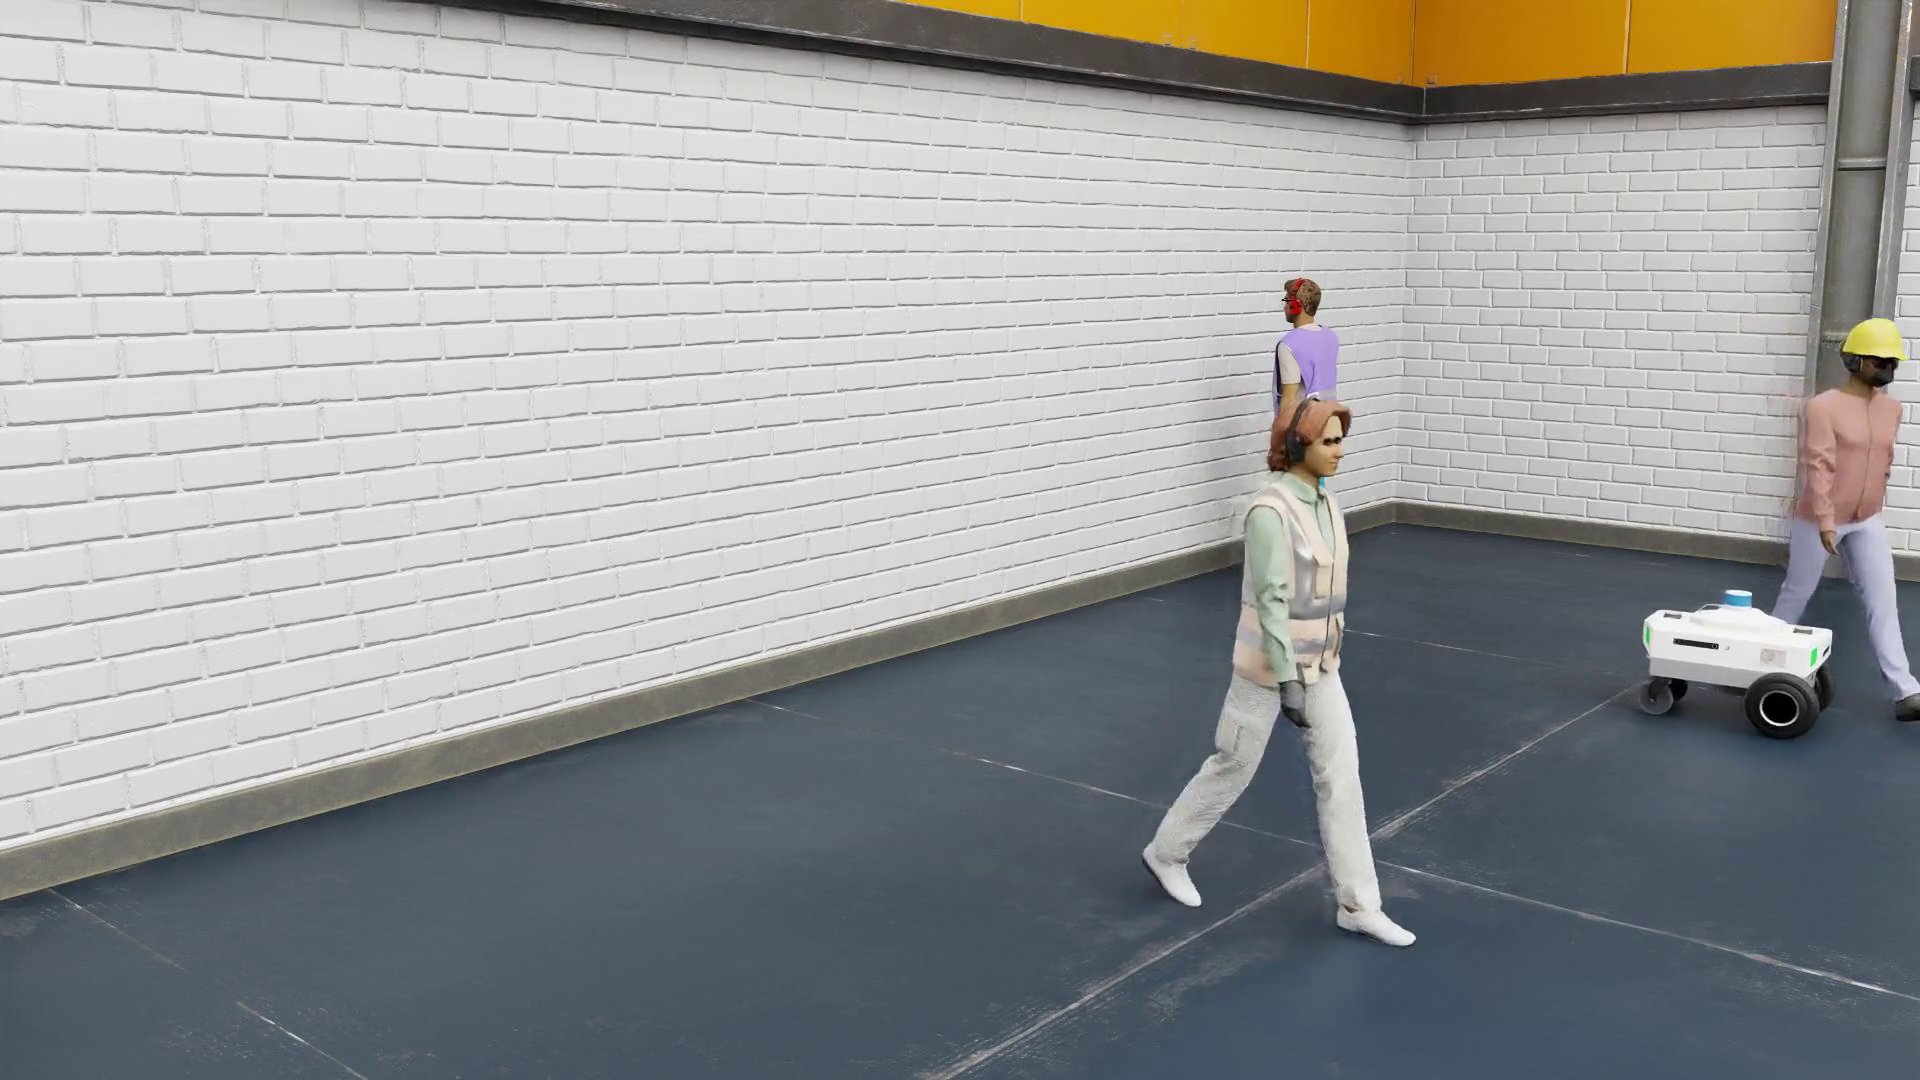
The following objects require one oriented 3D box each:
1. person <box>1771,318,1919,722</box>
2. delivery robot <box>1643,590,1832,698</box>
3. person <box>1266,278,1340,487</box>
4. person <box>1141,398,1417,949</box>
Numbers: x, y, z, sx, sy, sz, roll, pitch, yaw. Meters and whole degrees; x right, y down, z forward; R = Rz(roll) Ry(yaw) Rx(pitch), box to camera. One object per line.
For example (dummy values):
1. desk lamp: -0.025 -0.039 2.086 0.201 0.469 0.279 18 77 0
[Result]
1. person: 3.846 -0.076 7.133 0.531 1.723 0.906 -3 10 -14
2. delivery robot: 3.320 0.459 7.129 0.707 0.478 0.477 7 12 35
3. person: 2.028 -0.615 9.831 0.389 1.847 0.563 8 13 40
4. person: 0.936 0.368 4.947 0.856 1.599 0.524 9 13 41
